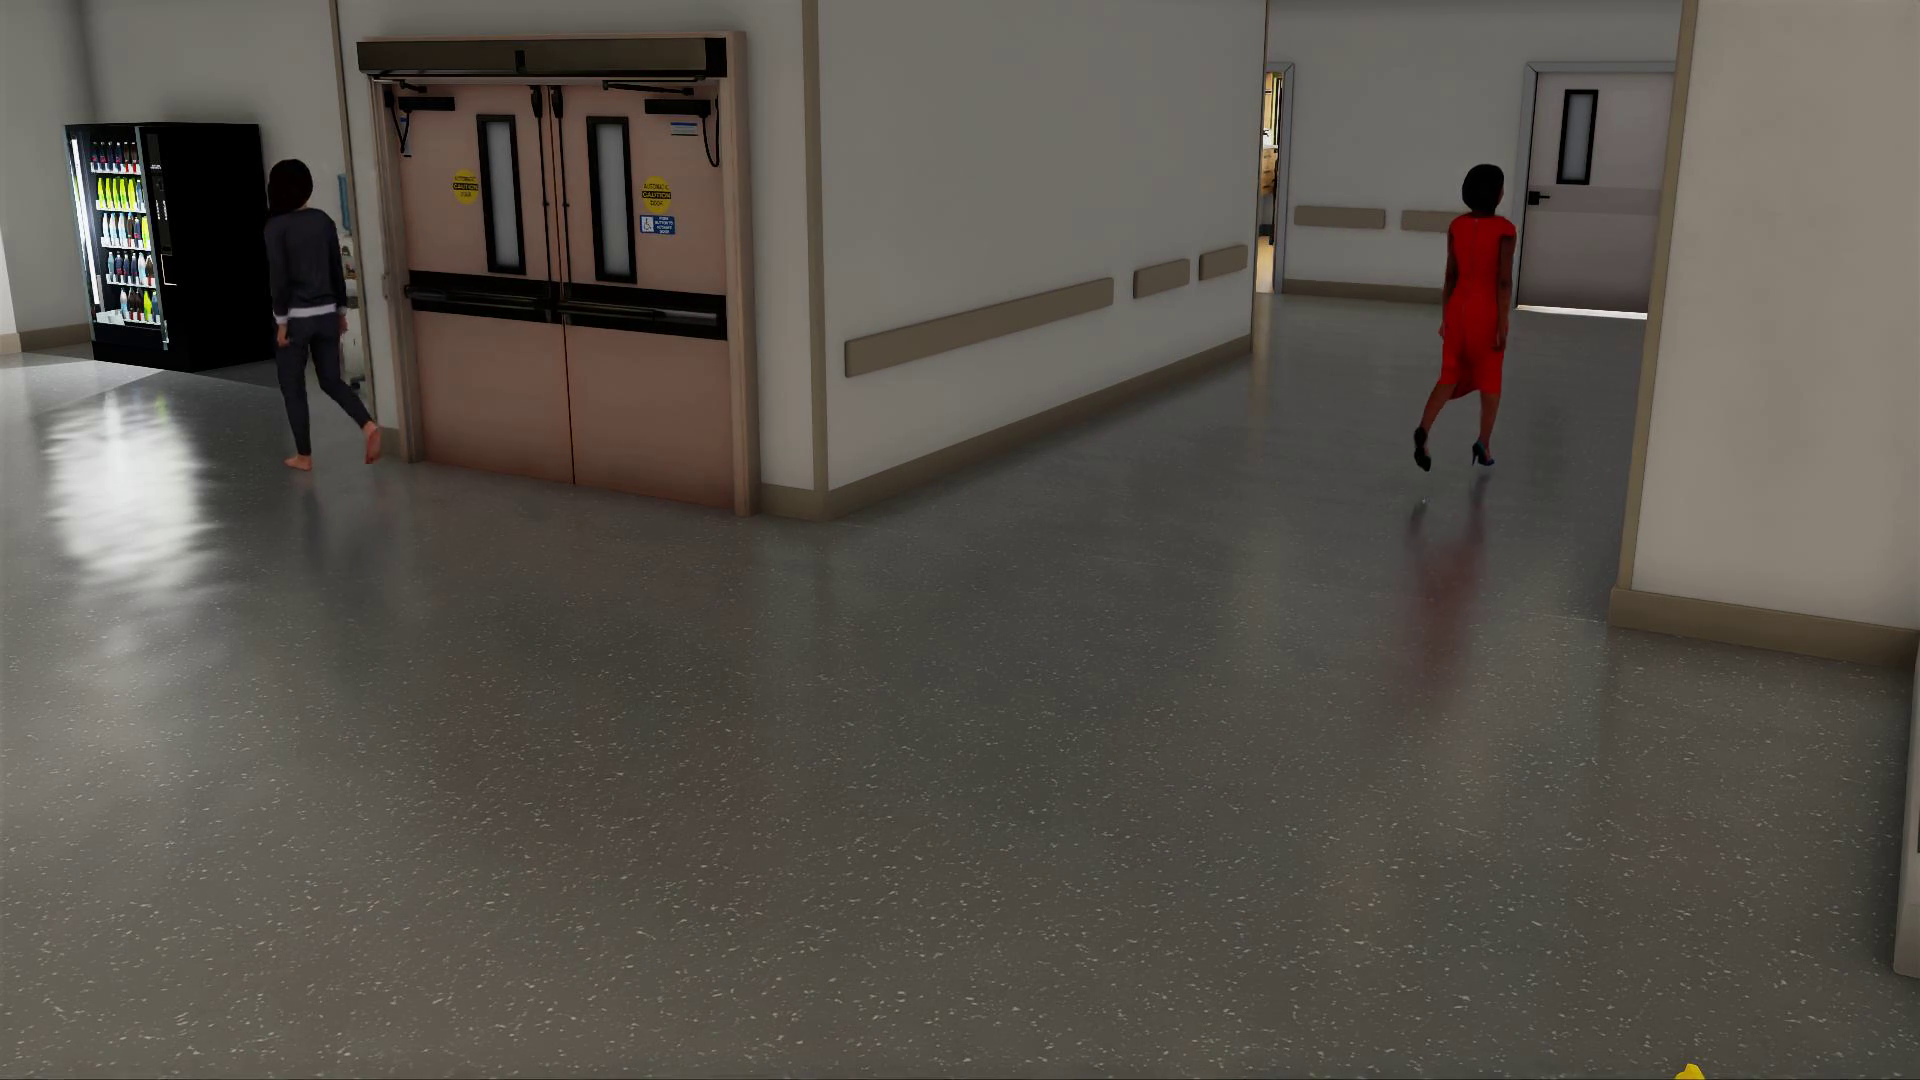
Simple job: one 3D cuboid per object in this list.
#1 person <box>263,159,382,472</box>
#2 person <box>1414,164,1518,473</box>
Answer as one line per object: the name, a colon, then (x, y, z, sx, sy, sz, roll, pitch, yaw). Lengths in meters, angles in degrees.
person: (-3.604, -1.228, 9.326, 0.962, 1.752, 0.649, 10, 19, 32)
person: (2.800, -1.178, 9.218, 1.067, 1.714, 0.823, 15, 21, 42)
